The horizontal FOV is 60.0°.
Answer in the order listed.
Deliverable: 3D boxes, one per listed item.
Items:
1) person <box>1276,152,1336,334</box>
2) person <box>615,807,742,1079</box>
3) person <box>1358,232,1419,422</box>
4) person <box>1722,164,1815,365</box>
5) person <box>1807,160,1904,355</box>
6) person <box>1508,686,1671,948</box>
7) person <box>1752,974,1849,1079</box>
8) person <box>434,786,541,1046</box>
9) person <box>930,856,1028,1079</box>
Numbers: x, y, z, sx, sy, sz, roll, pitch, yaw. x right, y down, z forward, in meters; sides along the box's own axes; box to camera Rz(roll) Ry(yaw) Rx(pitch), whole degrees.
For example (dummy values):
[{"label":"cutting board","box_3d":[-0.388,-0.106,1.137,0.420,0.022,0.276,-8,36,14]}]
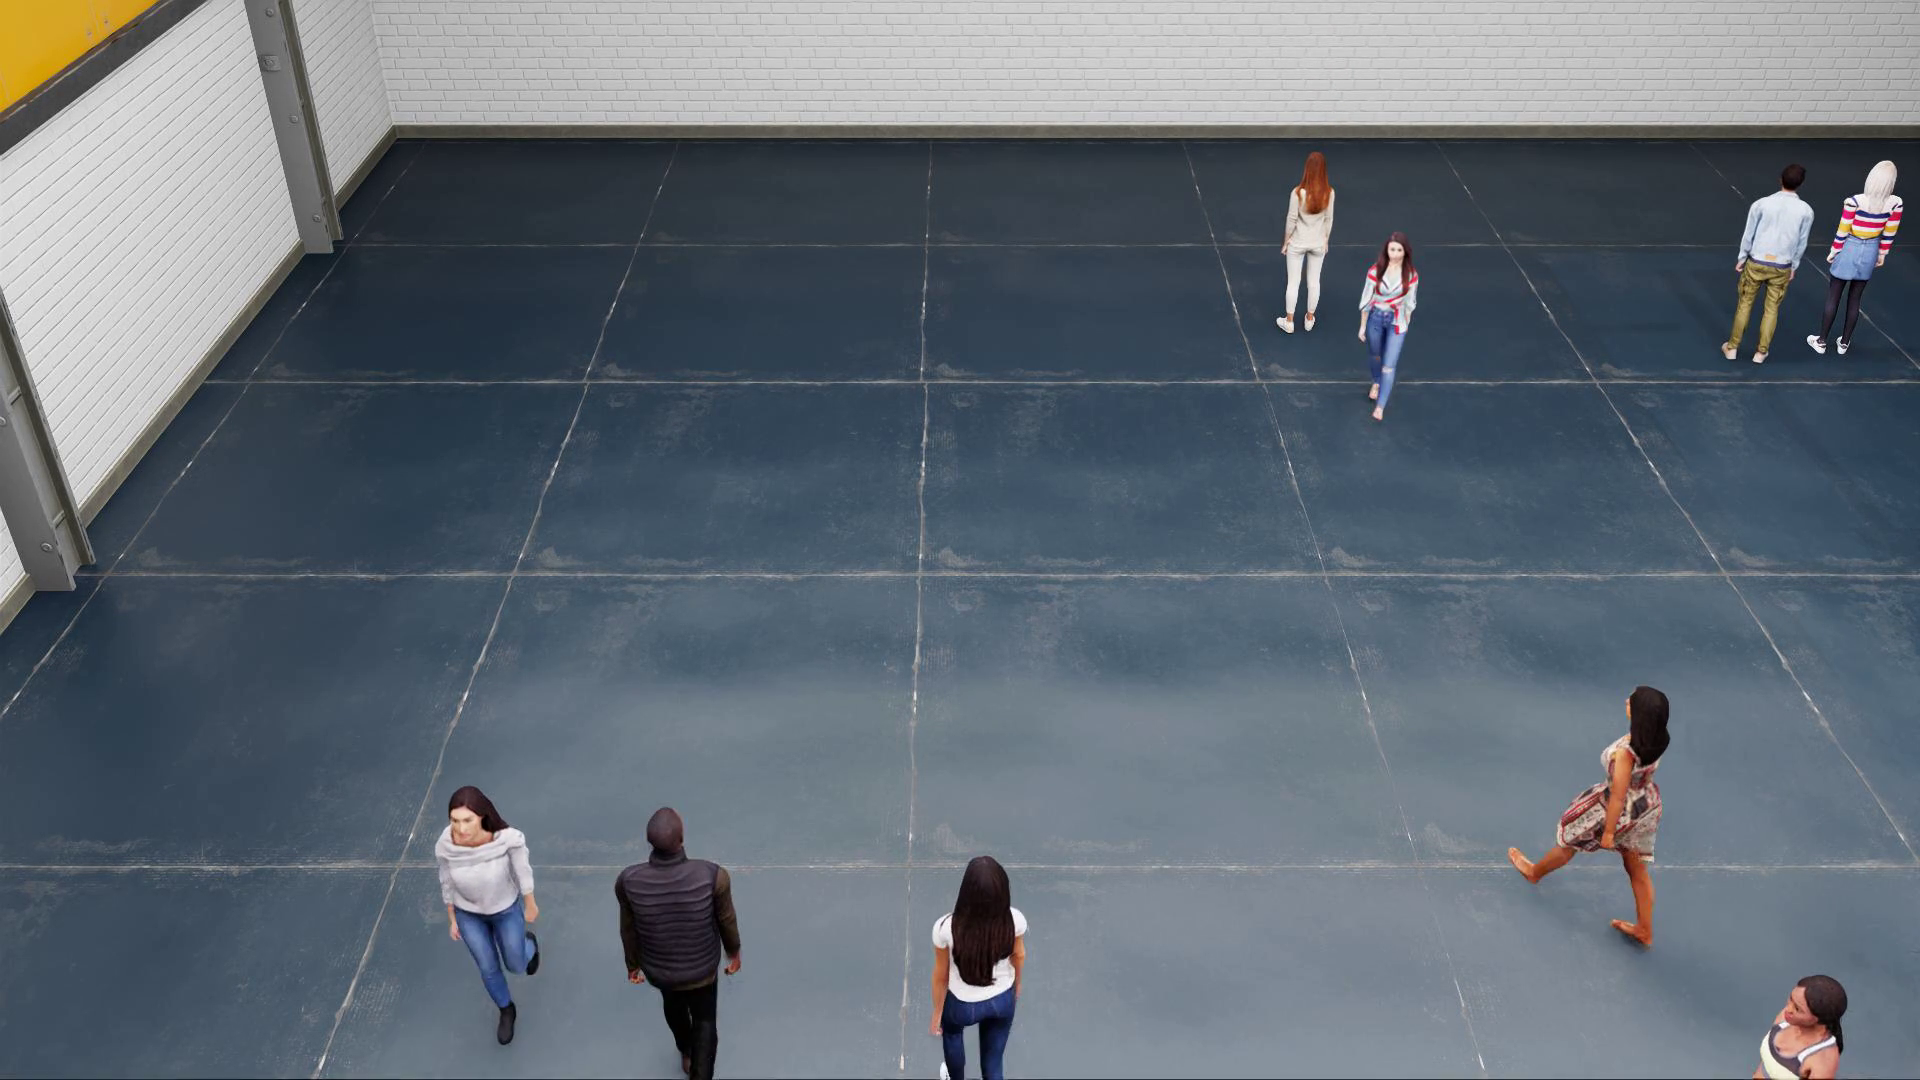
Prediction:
[{"label":"person","box_3d":[3.172,-2.707,15.180,0.605,1.713,0.570,-3,34,-4]},{"label":"person","box_3d":[-1.339,2.075,7.897,0.726,1.811,1.081,-1,34,-2]},{"label":"person","box_3d":[3.591,-1.859,14.031,0.822,1.573,1.095,11,35,16]},{"label":"person","box_3d":[7.140,-2.436,14.683,0.746,1.811,0.706,13,36,19]},{"label":"person","box_3d":[7.986,-2.521,14.813,0.680,1.809,0.554,4,34,7]},{"label":"person","box_3d":[3.630,1.518,8.928,1.066,1.597,1.203,-23,40,-30]},{"label":"person","box_3d":[3.655,2.554,7.270,0.692,1.709,1.074,-3,34,-4]},{"label":"person","box_3d":[-2.368,1.836,8.433,0.609,1.616,0.773,-1,34,-2]},{"label":"person","box_3d":[0.107,2.222,7.723,0.702,1.759,0.822,-6,34,-8]}]
